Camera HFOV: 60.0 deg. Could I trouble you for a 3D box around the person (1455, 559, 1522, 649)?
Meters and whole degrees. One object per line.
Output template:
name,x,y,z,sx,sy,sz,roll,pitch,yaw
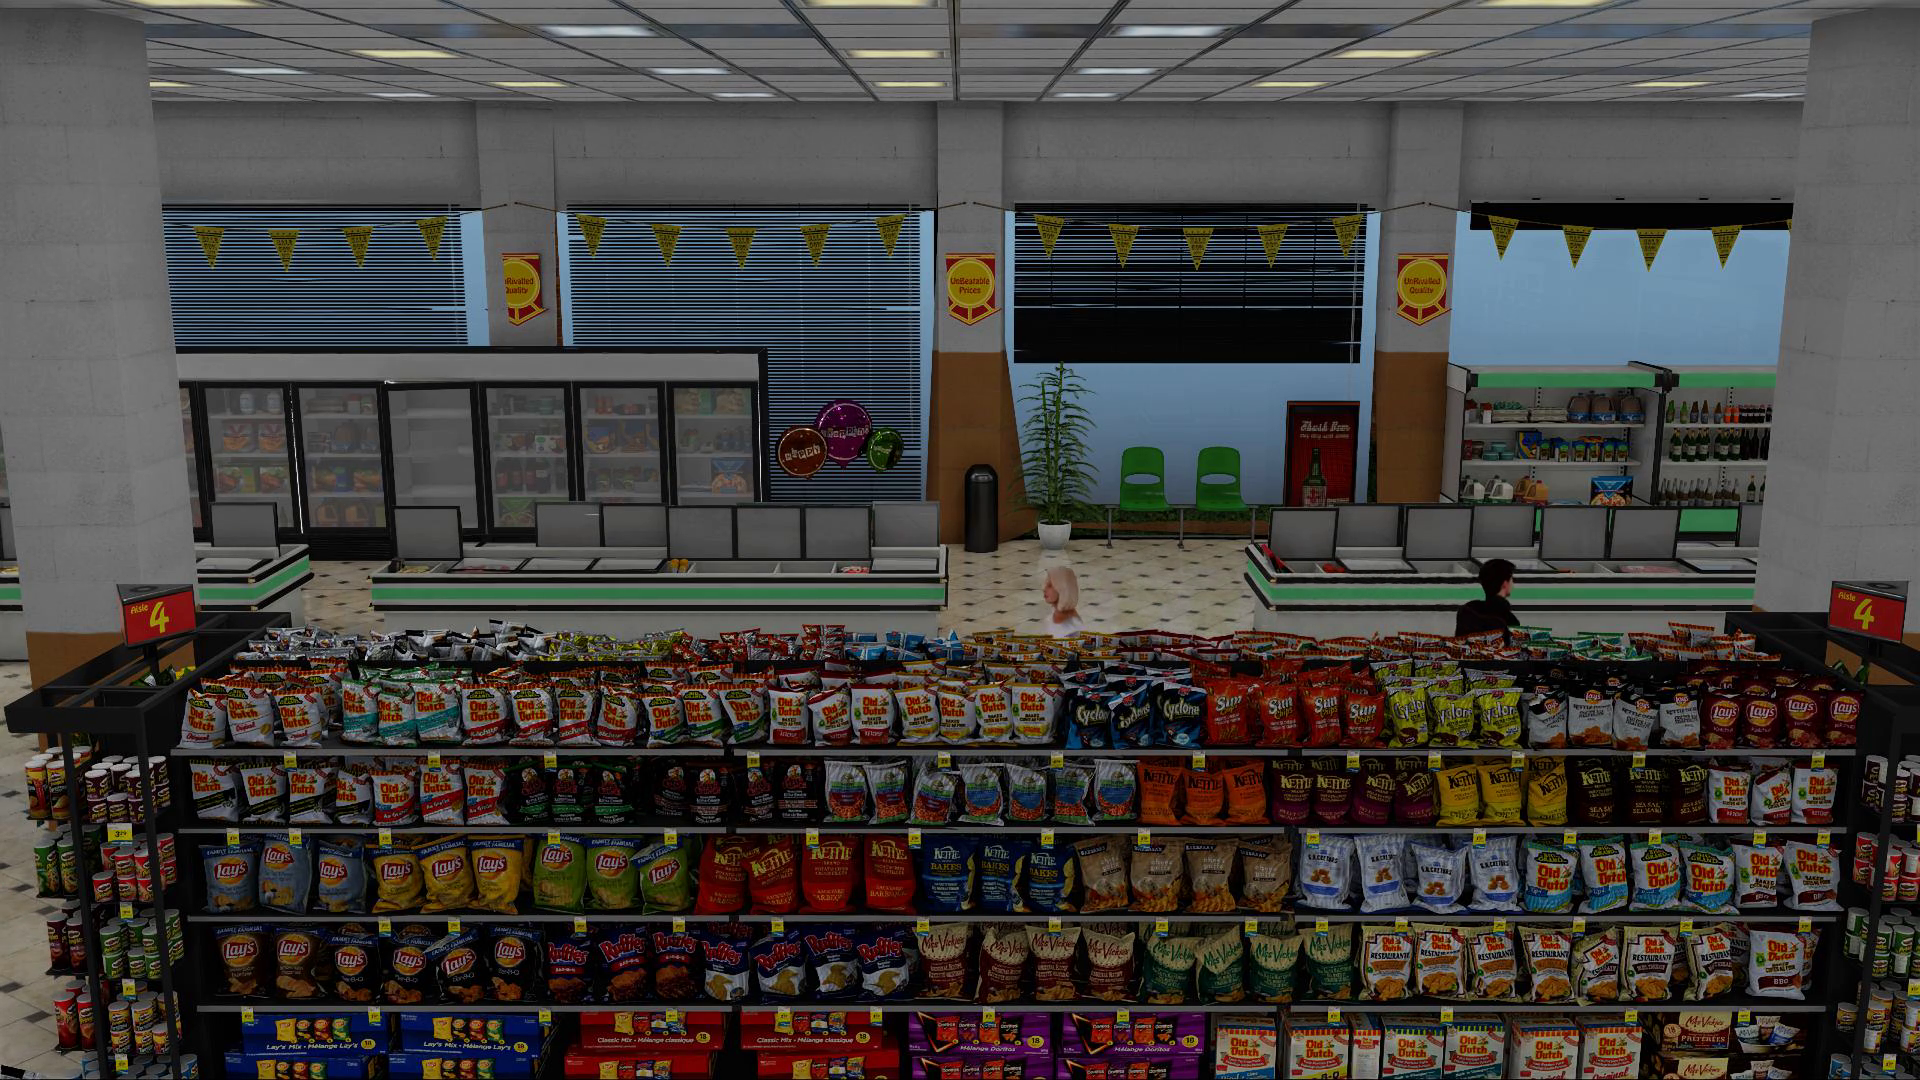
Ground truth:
person,3.162,1.047,10.273,1.274,1.786,1.076,-6,13,-28

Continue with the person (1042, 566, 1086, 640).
person,0.741,1.018,10.557,0.857,1.726,0.692,-3,12,-14
